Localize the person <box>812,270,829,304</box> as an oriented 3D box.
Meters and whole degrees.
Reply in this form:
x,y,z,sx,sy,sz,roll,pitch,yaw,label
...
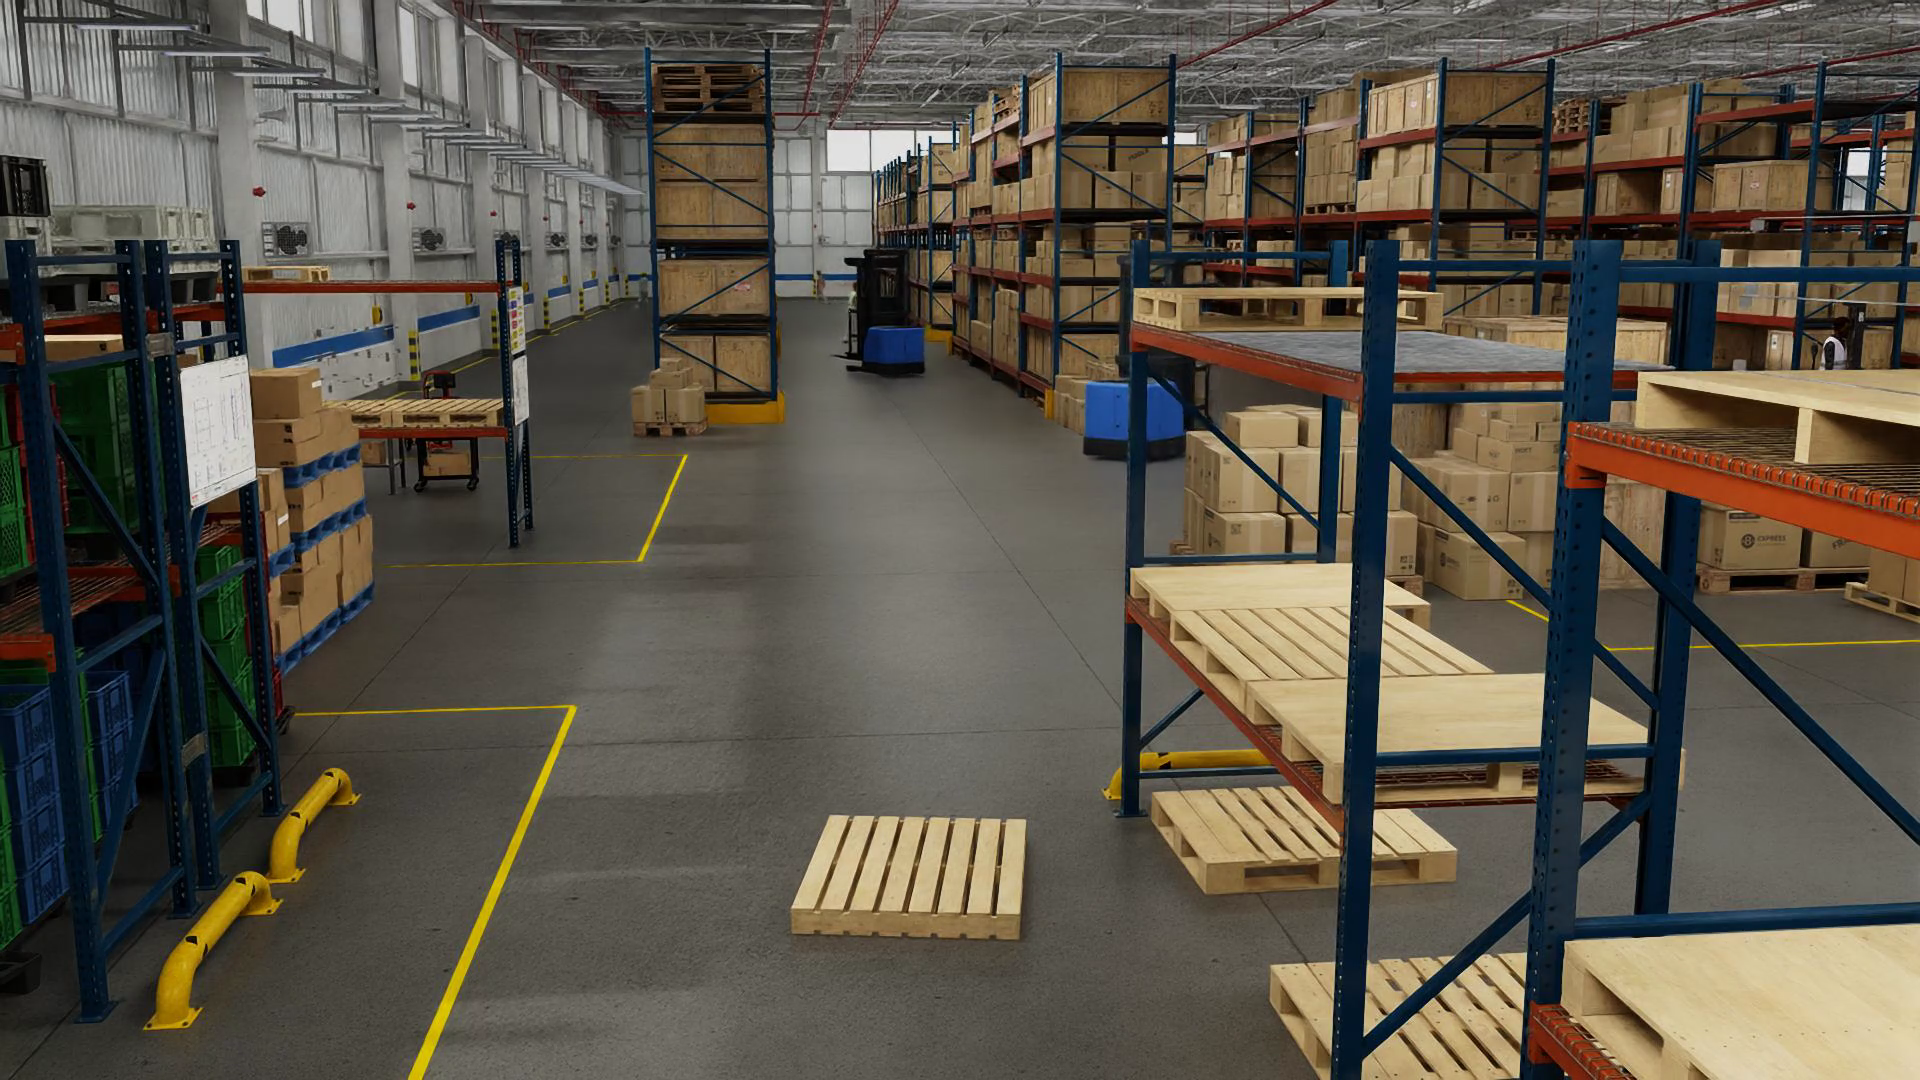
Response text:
x,y,z,sx,sy,sz,roll,pitch,yaw,label
-6.597,-11.965,78.771,0.811,1.601,0.515,0,10,-2,person

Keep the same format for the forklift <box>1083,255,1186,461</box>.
x,y,z,sx,sy,sz,roll,pitch,yaw,label
2.639,-2.592,23.295,1.129,2.768,1.873,7,12,35,forklift

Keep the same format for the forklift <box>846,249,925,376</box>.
x,y,z,sx,sy,sz,roll,pitch,yaw,label
-1.674,-5.162,37.538,1.129,2.768,1.873,-6,12,-29,forklift

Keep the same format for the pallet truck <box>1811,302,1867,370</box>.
x,y,z,sx,sy,sz,roll,pitch,yaw,label
15.846,-3.142,28.793,1.885,1.965,0.823,2,10,12,pallet truck

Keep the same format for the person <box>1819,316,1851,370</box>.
x,y,z,sx,sy,sz,roll,pitch,yaw,label
12.972,-2.364,24.736,0.386,1.910,0.591,10,14,43,person

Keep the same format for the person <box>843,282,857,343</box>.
x,y,z,sx,sy,sz,roll,pitch,yaw,label
-3.011,-6.690,49.010,0.980,1.790,0.592,-2,10,-11,person

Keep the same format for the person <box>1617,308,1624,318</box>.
x,y,z,sx,sy,sz,roll,pitch,yaw,label
11.597,-3.191,29.494,0.626,1.844,0.429,9,14,42,person

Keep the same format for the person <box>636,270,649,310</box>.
x,y,z,sx,sy,sz,roll,pitch,yaw,label
-13.818,-10.874,72.409,0.524,1.715,0.601,6,12,31,person
